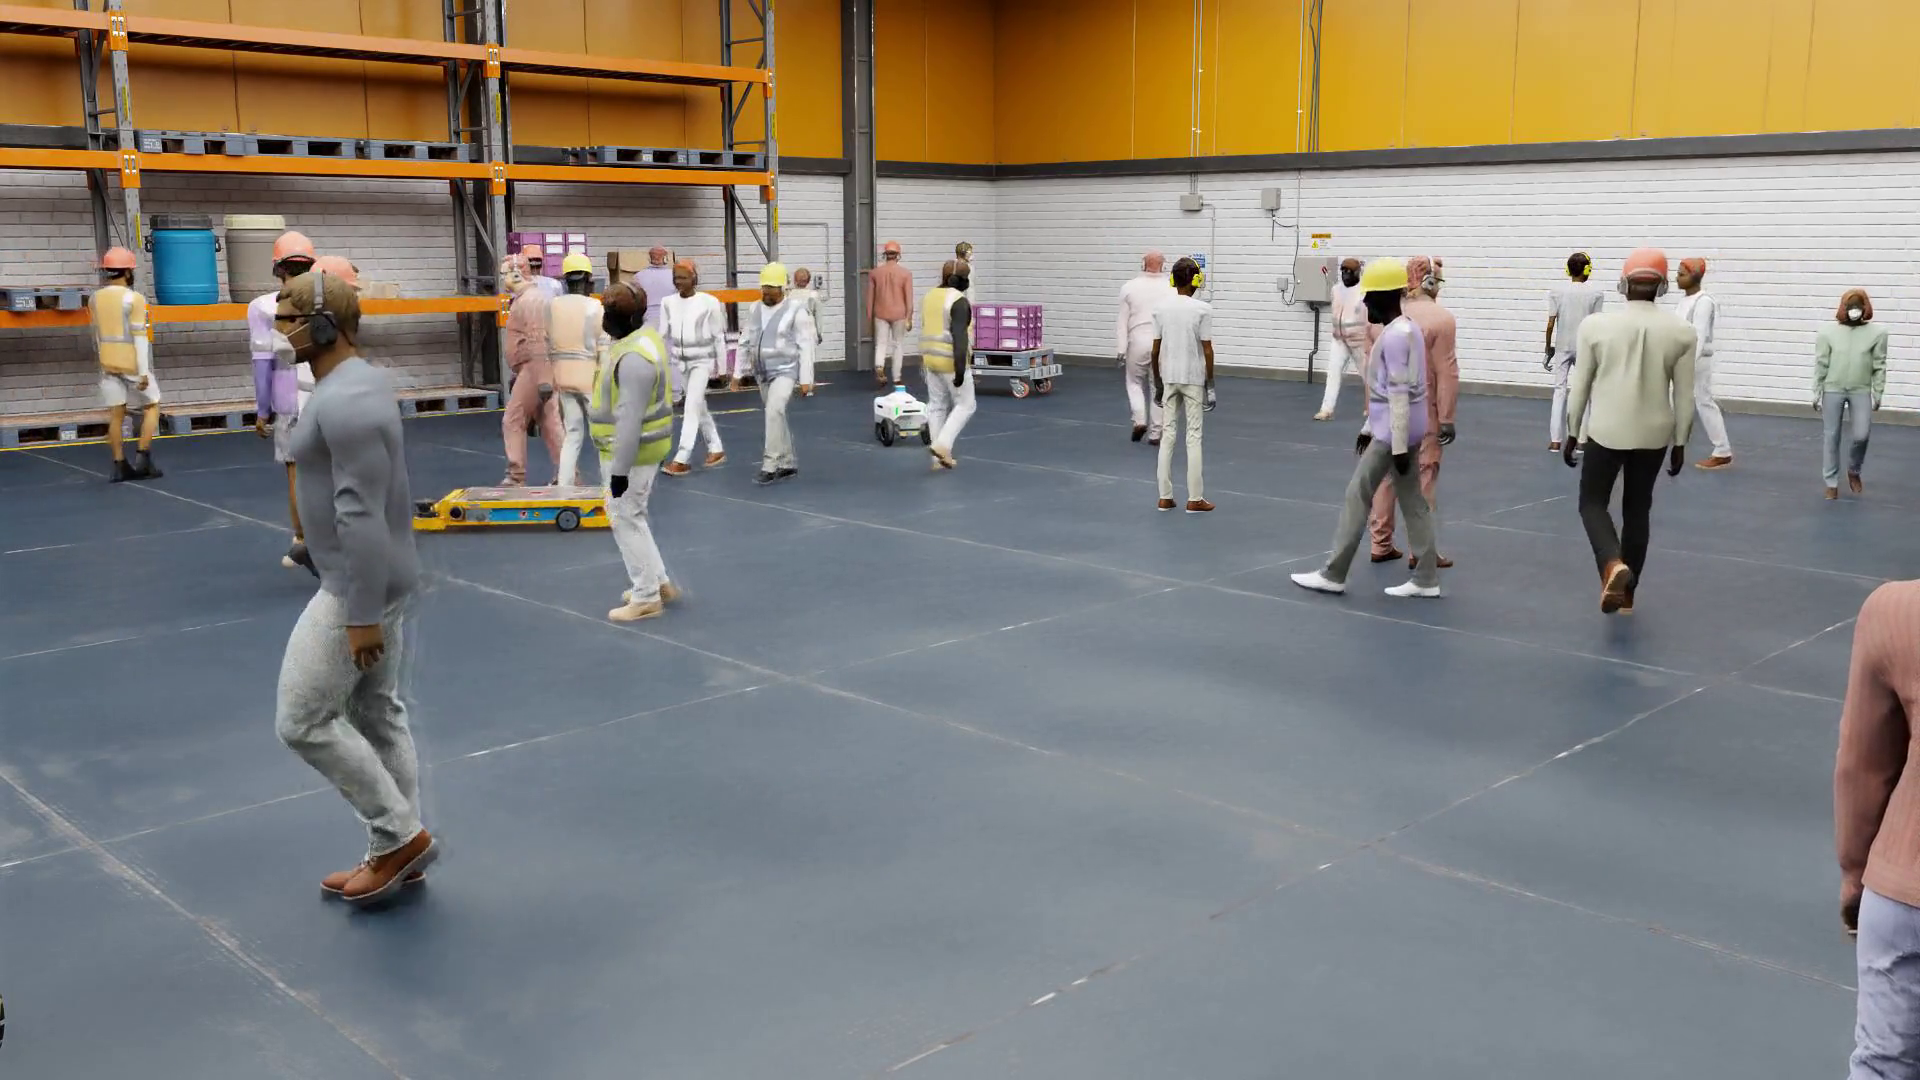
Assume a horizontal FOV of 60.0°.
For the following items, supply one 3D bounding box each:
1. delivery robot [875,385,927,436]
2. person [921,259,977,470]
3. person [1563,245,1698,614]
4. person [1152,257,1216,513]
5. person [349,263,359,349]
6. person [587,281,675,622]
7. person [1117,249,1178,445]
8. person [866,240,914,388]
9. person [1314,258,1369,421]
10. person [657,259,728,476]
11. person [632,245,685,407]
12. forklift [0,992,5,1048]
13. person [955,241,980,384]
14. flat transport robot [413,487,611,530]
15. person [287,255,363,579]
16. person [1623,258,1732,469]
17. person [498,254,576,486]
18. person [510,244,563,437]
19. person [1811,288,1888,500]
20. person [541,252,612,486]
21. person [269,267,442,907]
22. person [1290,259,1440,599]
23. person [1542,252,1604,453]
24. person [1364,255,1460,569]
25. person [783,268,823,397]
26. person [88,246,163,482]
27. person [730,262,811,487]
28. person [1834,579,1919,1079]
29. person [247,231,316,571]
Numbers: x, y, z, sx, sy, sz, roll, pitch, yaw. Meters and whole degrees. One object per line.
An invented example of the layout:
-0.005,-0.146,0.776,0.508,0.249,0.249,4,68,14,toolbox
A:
-0.583,-1.264,16.215,0.477,0.478,0.707,-5,12,-20,delivery robot
-0.116,-1.489,14.254,0.477,1.825,0.665,-9,14,-41,person
3.512,-0.548,8.710,0.632,1.974,0.659,2,11,9,person
1.645,-1.127,12.179,0.507,1.865,0.329,6,12,31,person
-4.840,-1.304,13.283,0.831,1.807,0.536,-6,12,-30,person
-1.718,-0.448,8.674,0.429,1.792,0.716,-2,11,-11,person
1.847,-1.855,16.070,0.668,1.887,0.441,0,10,1,person
-0.935,-2.960,21.899,0.643,1.962,0.750,1,10,8,person
4.360,-2.209,18.320,1.029,1.784,0.638,-9,14,-42,person
-2.296,-1.486,14.265,0.598,1.832,0.964,5,12,26,person
-3.533,-2.517,19.641,0.650,1.904,0.401,-1,10,-5,person
-3.245,0.323,3.363,2.313,2.155,1.214,2,11,13,forklift
0.016,-3.083,22.644,0.377,1.936,0.628,-6,12,-29,person
-3.032,-0.235,11.652,1.431,0.197,0.652,-1,10,-6,flat transport robot
-3.621,-0.672,9.575,0.473,1.911,0.541,-9,14,-41,person
6.277,-1.509,14.353,0.979,1.832,0.598,0,10,2,person
-3.392,-1.259,12.870,0.821,1.871,0.712,-2,11,-10,person
-4.265,-2.006,16.794,0.543,1.928,0.382,-7,12,-33,person
6.790,-1.108,12.731,0.500,1.625,0.347,5,12,25,person
-2.795,-1.150,12.206,0.599,1.895,0.640,3,11,16,person
-1.834,0.164,4.955,0.444,1.924,0.660,-3,11,-18,person
2.296,-0.606,9.287,0.913,1.885,0.596,5,11,24,person
5.728,-1.744,15.537,0.532,1.864,0.314,5,11,24,person
2.780,-0.778,10.175,0.400,1.900,0.645,-7,13,-35,person
-1.979,-2.567,20.690,0.521,1.622,0.567,2,11,9,person
-6.874,-1.442,13.709,0.539,1.923,0.490,2,11,13,person
-1.571,-1.337,13.492,0.611,1.793,0.782,7,13,35,person
1.742,0.638,2.829,0.329,1.764,0.524,-5,12,-25,person
-3.975,-0.832,10.076,0.609,2.044,0.397,-9,13,-39,person
